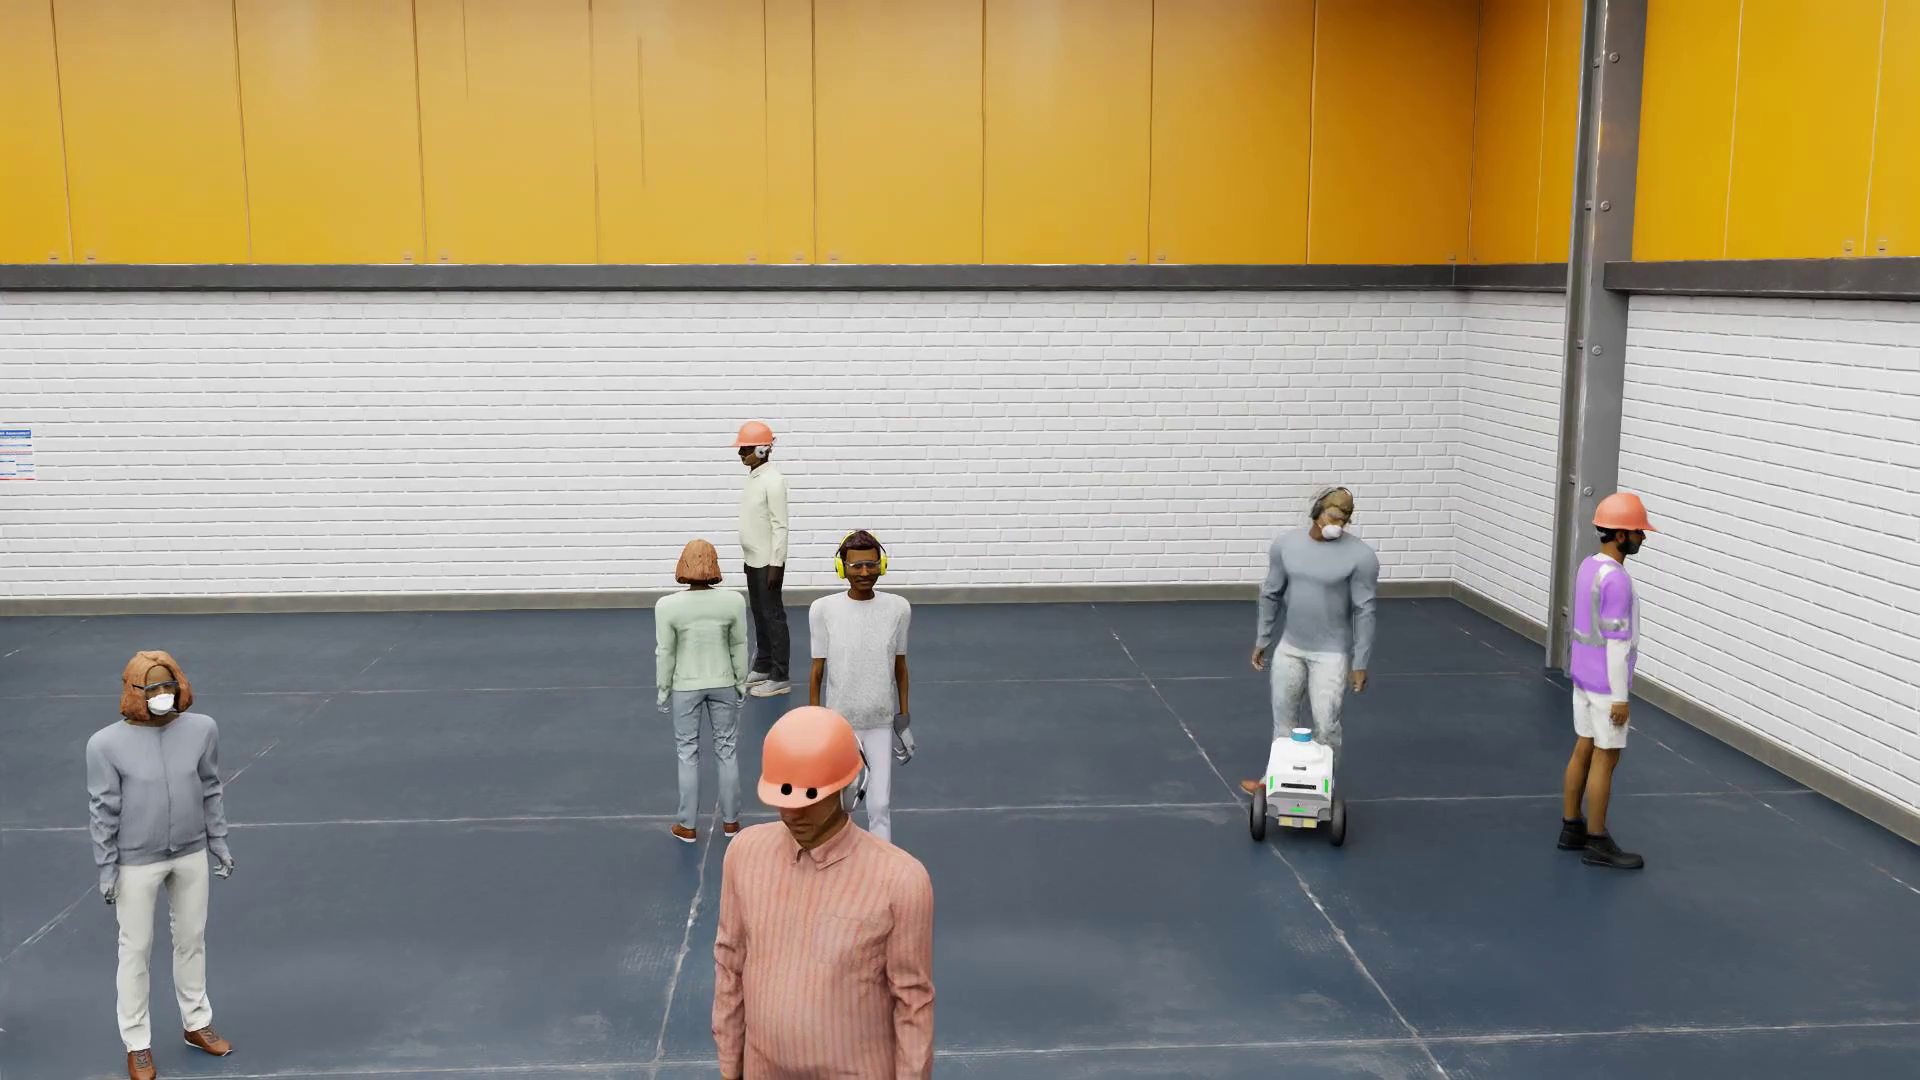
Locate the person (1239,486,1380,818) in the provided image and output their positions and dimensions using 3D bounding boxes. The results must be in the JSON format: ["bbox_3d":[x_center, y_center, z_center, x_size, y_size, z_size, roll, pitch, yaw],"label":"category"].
[{"bbox_3d":[1.938,0.616,9.362,0.839,1.896,0.349,9,13,44],"label":"person"}]

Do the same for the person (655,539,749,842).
[{"bbox_3d":[-1.382,0.806,8.933,0.505,1.633,0.279,-4,10,-21],"label":"person"}]

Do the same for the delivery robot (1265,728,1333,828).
[{"bbox_3d":[1.861,1.272,9.088,0.477,0.478,0.707,2,9,13],"label":"delivery robot"}]

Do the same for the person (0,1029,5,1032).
[{"bbox_3d":[-2.521,1.578,4.075,0.518,1.636,0.312,5,10,28],"label":"person"}]

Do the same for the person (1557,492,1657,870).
[{"bbox_3d":[3.346,0.713,8.567,0.367,1.936,0.549,0,9,3],"label":"person"}]

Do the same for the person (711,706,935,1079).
[{"bbox_3d":[-0.364,1.380,4.216,0.608,1.989,0.387,4,10,22],"label":"person"}]

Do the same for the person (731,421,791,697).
[{"bbox_3d":[-1.443,0.130,12.041,0.396,1.992,0.622,-4,10,-26],"label":"person"}]

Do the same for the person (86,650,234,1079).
[{"bbox_3d":[-3.031,1.218,6.338,0.279,1.634,0.499,8,12,40],"label":"person"}]

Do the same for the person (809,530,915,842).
[{"bbox_3d":[-0.460,0.877,7.761,0.508,1.868,0.328,-3,10,-18],"label":"person"}]
